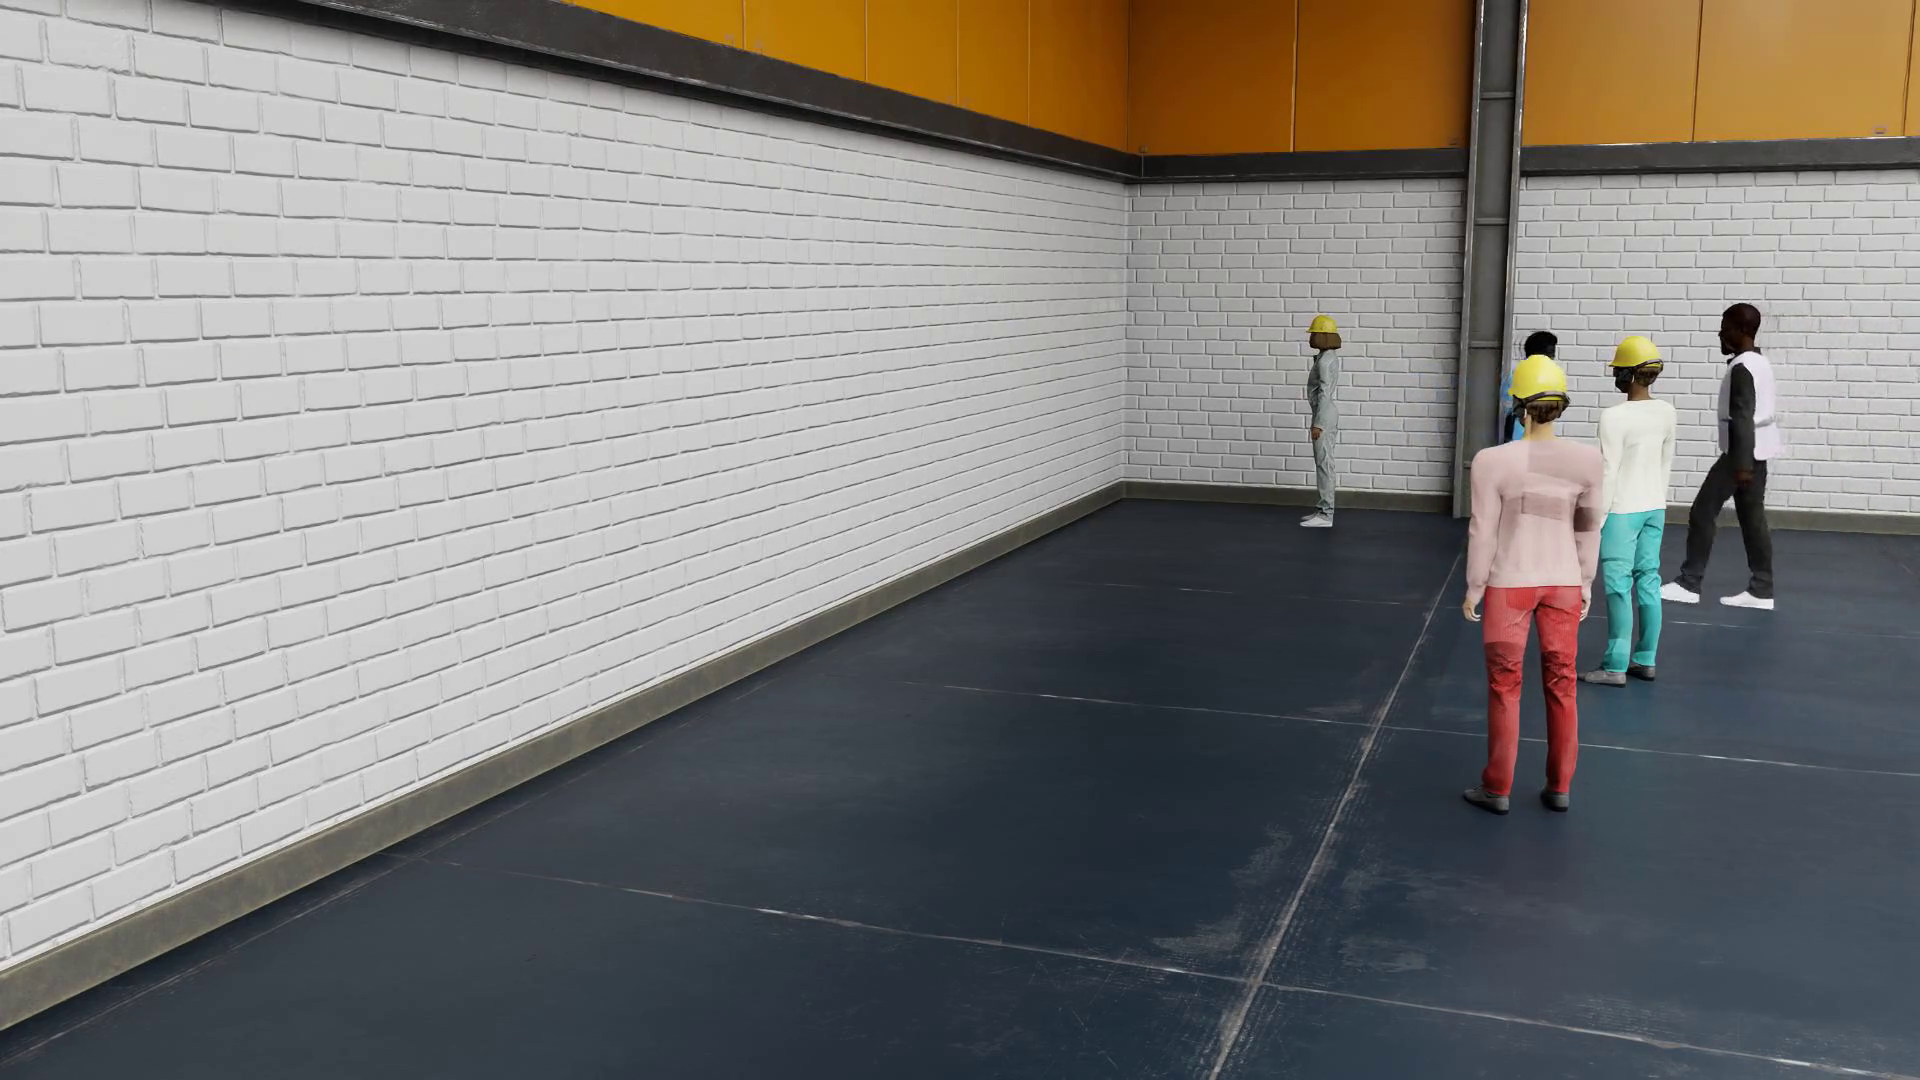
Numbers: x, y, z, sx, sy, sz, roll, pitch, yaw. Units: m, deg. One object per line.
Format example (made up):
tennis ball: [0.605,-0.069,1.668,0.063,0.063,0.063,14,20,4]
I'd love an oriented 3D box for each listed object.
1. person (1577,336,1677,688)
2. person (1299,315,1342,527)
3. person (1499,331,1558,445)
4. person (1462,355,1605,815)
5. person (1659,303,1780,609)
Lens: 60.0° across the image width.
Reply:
person: [3.371,-0.139,8.392,0.525,1.769,0.308,-5,11,-31]
person: [2.980,-0.979,13.740,0.294,1.744,0.486,3,9,16]
person: [4.189,-0.670,12.023,0.797,1.656,0.544,7,12,39]
person: [2.187,0.180,6.382,0.525,1.772,0.301,-1,9,-5]
person: [4.740,-0.524,10.400,0.840,1.888,0.630,6,11,34]
